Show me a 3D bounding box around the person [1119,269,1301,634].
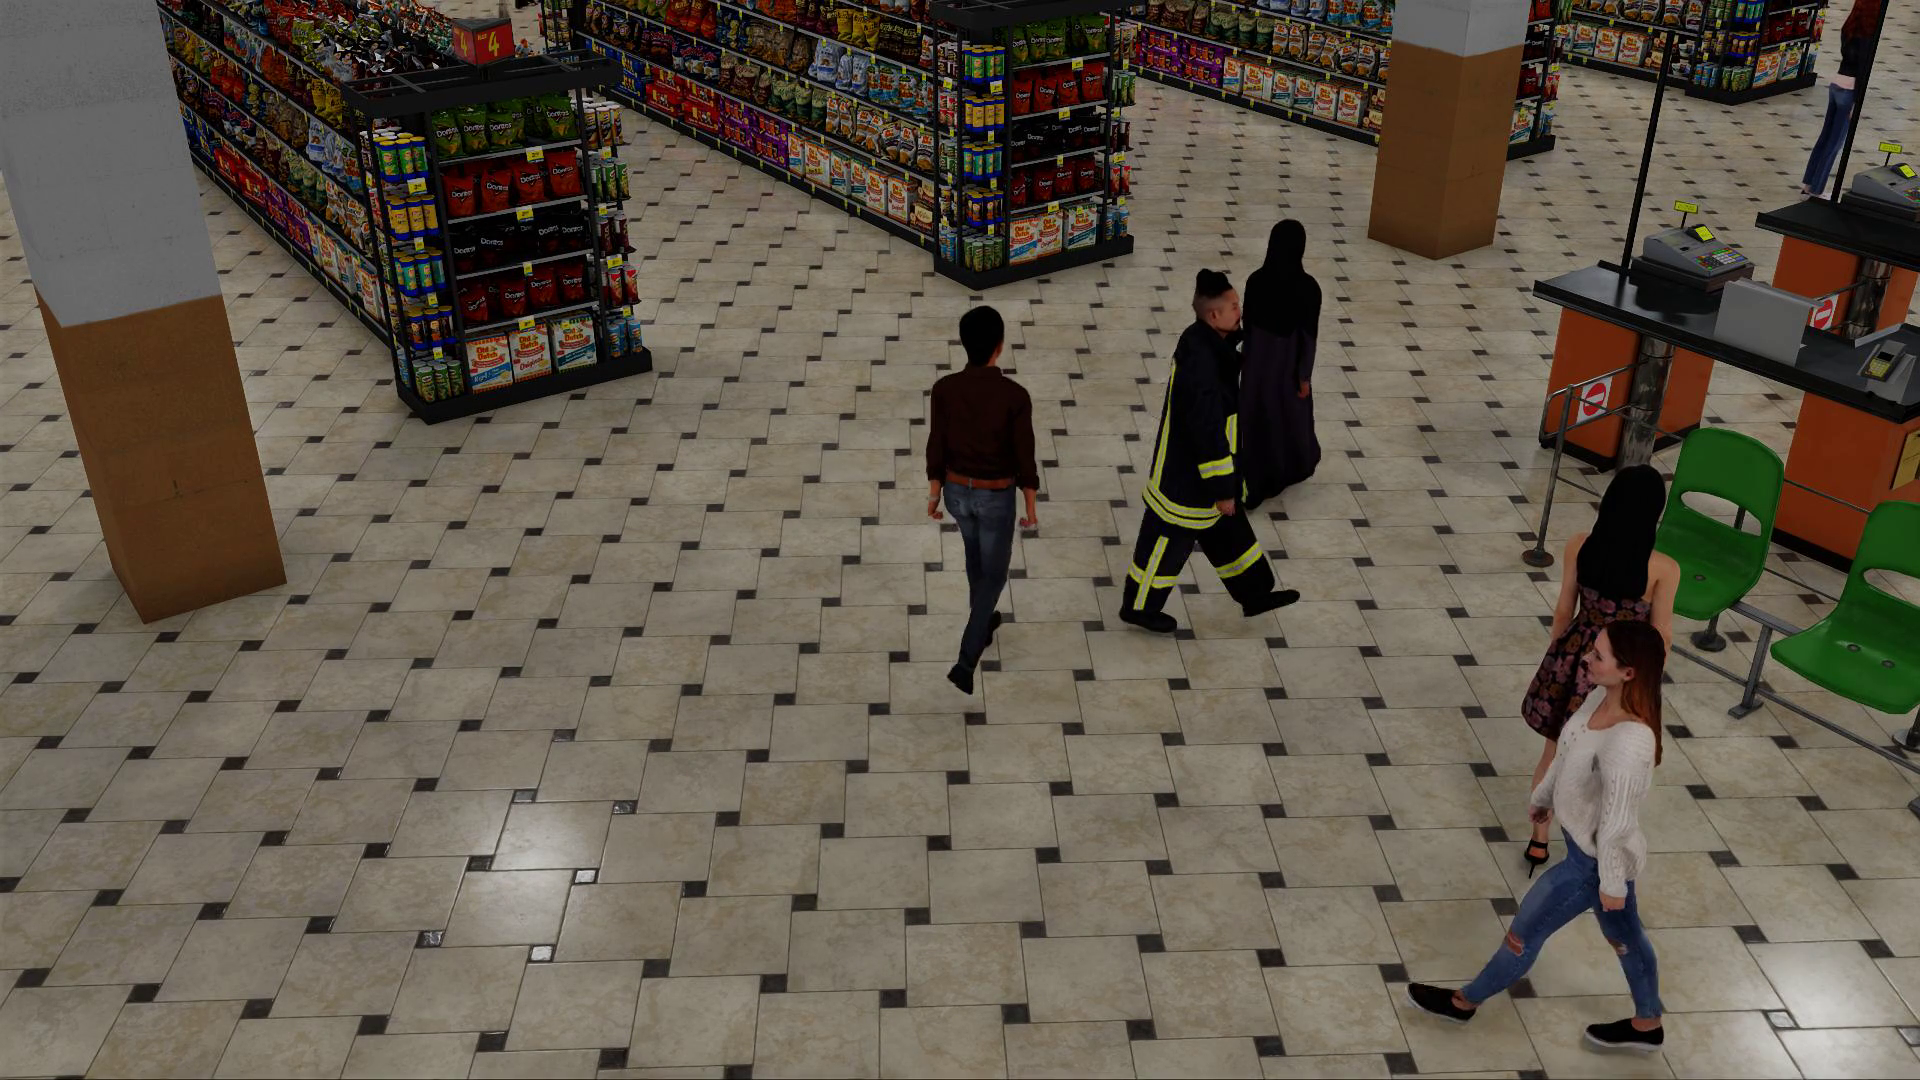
[{"bbox_3d":[1.014,-0.379,7.716,1.253,1.835,1.169,7,29,12],"label":"person"}]

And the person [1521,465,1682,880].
[{"bbox_3d":[2.352,0.525,6.124,0.719,1.775,0.817,19,34,31],"label":"person"}]

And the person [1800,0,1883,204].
[{"bbox_3d":[7.319,-3.648,13.753,0.706,1.788,0.638,3,29,6],"label":"person"}]

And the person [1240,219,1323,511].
[{"bbox_3d":[1.660,-0.913,8.933,0.993,1.606,0.911,17,33,29],"label":"person"}]

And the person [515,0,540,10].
[{"bbox_3d":[-5.614,-7.604,21.135,0.704,1.658,0.846,15,32,26],"label":"person"}]

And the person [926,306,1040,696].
[{"bbox_3d":[0.070,-0.138,7.361,1.145,1.753,1.129,9,30,17],"label":"person"}]

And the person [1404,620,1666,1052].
[{"bbox_3d":[2.131,1.024,5.347,1.182,1.643,1.065,8,30,14],"label":"person"}]
